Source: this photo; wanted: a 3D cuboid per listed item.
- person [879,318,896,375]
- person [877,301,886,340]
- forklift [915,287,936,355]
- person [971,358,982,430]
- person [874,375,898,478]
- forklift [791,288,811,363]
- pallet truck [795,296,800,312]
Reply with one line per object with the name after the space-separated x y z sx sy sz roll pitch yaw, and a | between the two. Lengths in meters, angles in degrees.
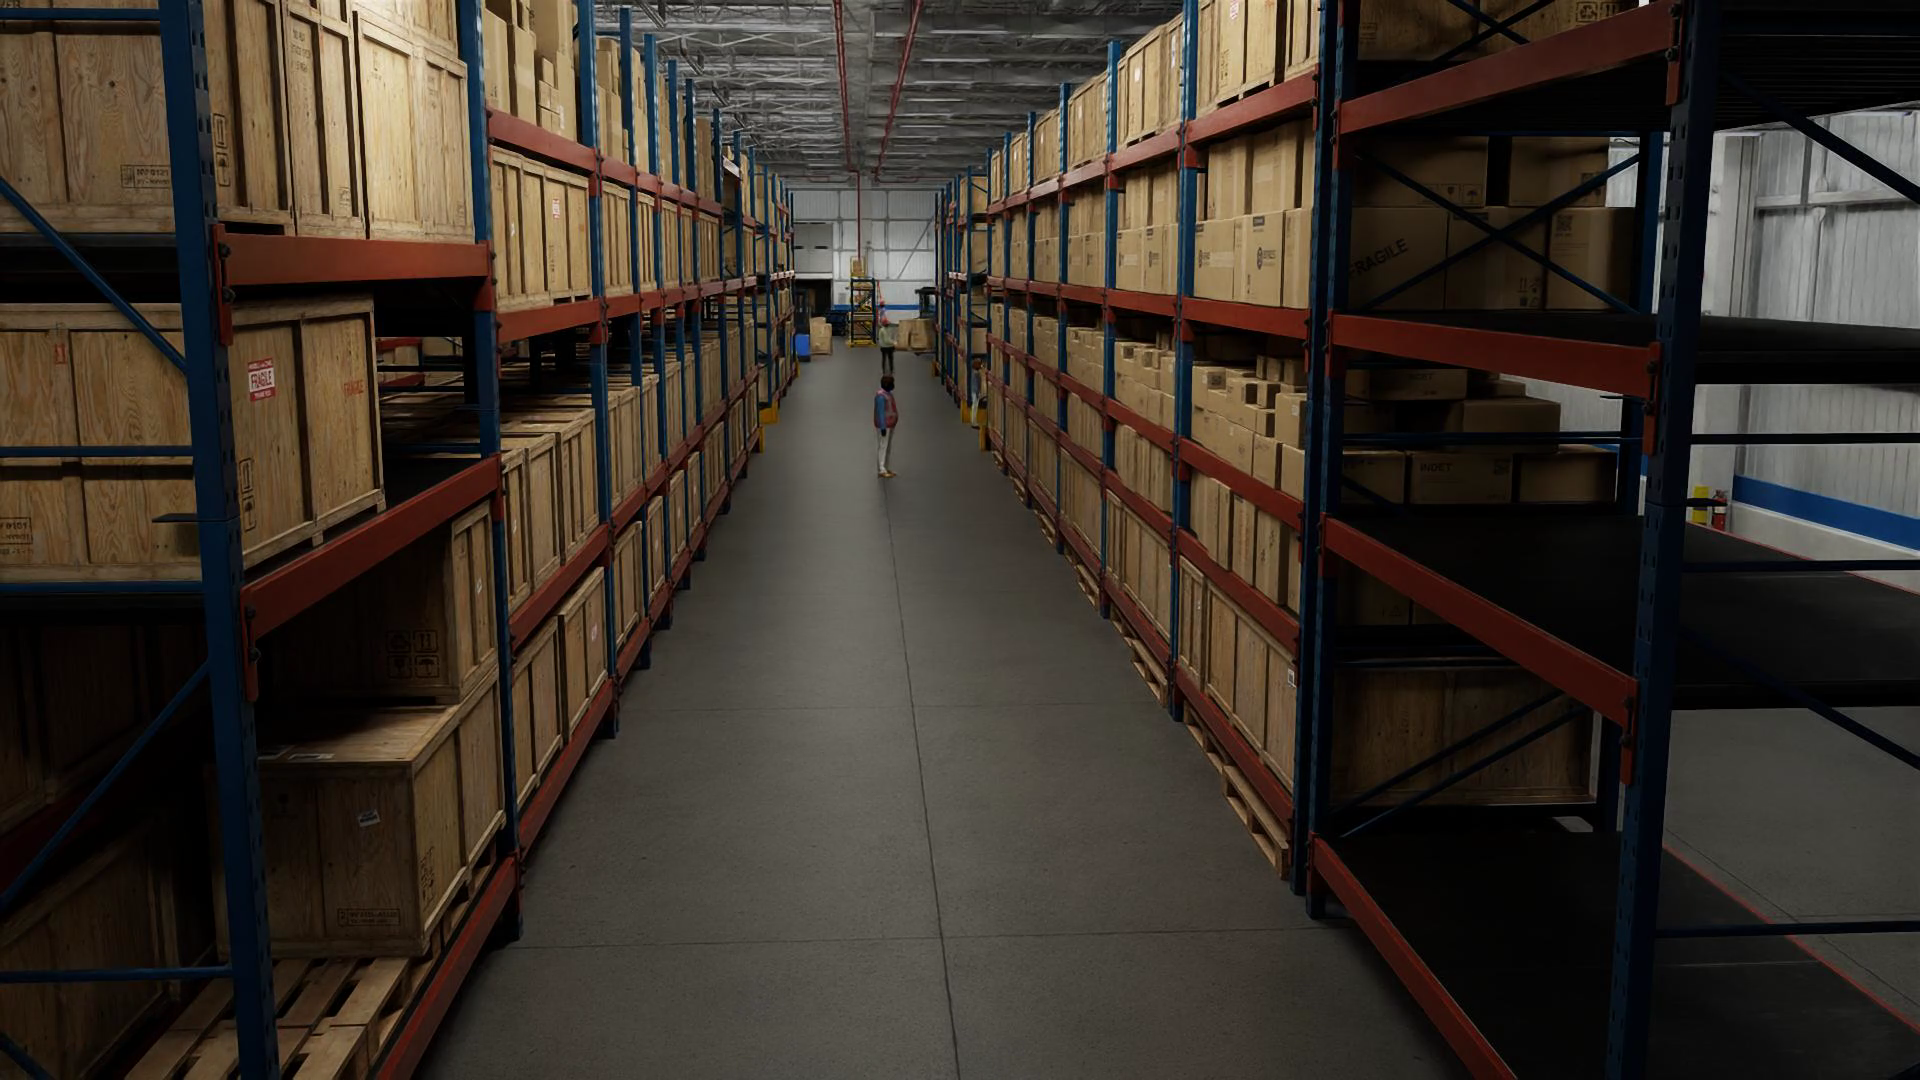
-2.445 -6.589 56.650 0.627 1.948 0.584 -5 11 -28 | person
-3.862 -10.859 82.190 0.526 1.920 0.580 -2 10 -14 | person
-1.000 -8.978 68.095 1.129 2.768 1.873 3 10 19 | forklift
0.389 -3.359 38.247 0.278 1.634 0.498 0 10 0 | person
-1.315 -2.030 29.735 0.429 1.836 0.634 2 10 12 | person
-6.264 -8.181 63.338 1.129 2.768 1.873 -1 10 -3 | forklift
-8.622 -12.439 91.403 1.885 1.965 0.823 2 10 13 | pallet truck
